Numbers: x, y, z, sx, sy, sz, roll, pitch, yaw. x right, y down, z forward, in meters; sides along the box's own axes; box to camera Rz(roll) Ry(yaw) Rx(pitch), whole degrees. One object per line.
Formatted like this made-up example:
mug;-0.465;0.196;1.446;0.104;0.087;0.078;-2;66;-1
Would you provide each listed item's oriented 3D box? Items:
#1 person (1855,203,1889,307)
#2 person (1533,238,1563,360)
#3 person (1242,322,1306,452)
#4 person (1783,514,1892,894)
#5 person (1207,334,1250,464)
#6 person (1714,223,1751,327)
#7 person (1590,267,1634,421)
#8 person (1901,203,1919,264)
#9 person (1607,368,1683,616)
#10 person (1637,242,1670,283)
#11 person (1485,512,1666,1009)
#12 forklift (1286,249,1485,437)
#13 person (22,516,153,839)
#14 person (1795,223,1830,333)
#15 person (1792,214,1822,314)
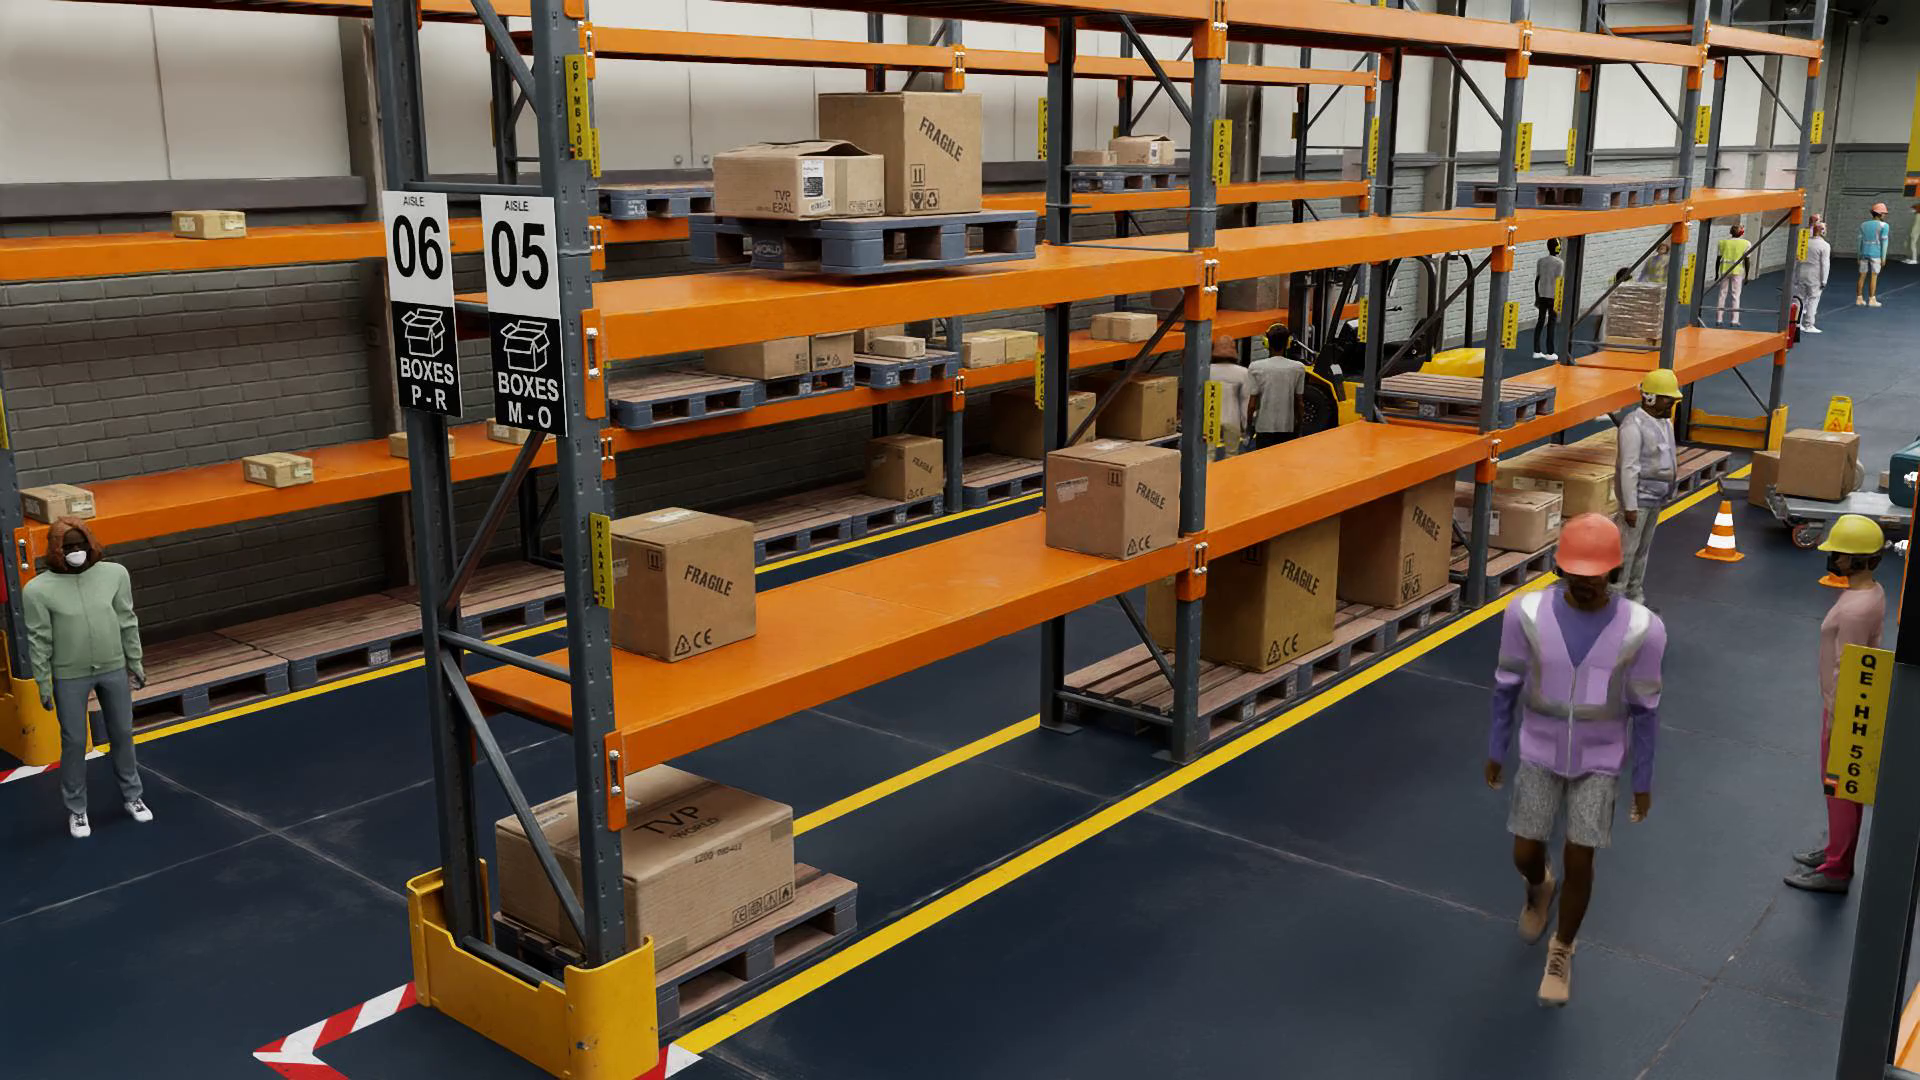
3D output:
person;18.222;-5.683;33.211;0.394;2.040;0.608;-7;15;-25
person;9.034;-3.699;25.480;0.328;1.874;0.517;-8;16;-31
person;2.668;-0.920;14.159;0.514;1.876;0.328;-1;14;-2
person;4.022;0.748;7.607;0.333;1.764;0.522;9;16;33
person;2.416;-1.073;15.296;0.503;1.638;0.301;4;14;16
person;13.820;-4.746;29.793;0.575;1.843;0.374;11;18;38
person;8.004;-2.377;20.166;0.833;1.834;0.553;-11;17;-37
person;25.186;-8.097;43.934;0.392;1.597;0.568;4;14;14
person;4.844;-0.309;11.777;0.602;1.824;0.403;-13;19;-43
person;11.796;-4.268;28.358;0.544;1.620;0.596;-4;14;-17
person;2.444;0.850;6.653;0.639;2.022;0.569;7;15;25
forklift;4.886;-2.214;18.767;2.313;2.155;1.214;11;18;38
person;-4.310;0.666;8.226;0.289;1.623;0.500;13;19;43
person;14.846;-4.557;28.933;0.399;1.900;0.636;-5;15;-20
person;16.299;-5.293;31.923;0.399;1.900;0.645;-4;14;-16
